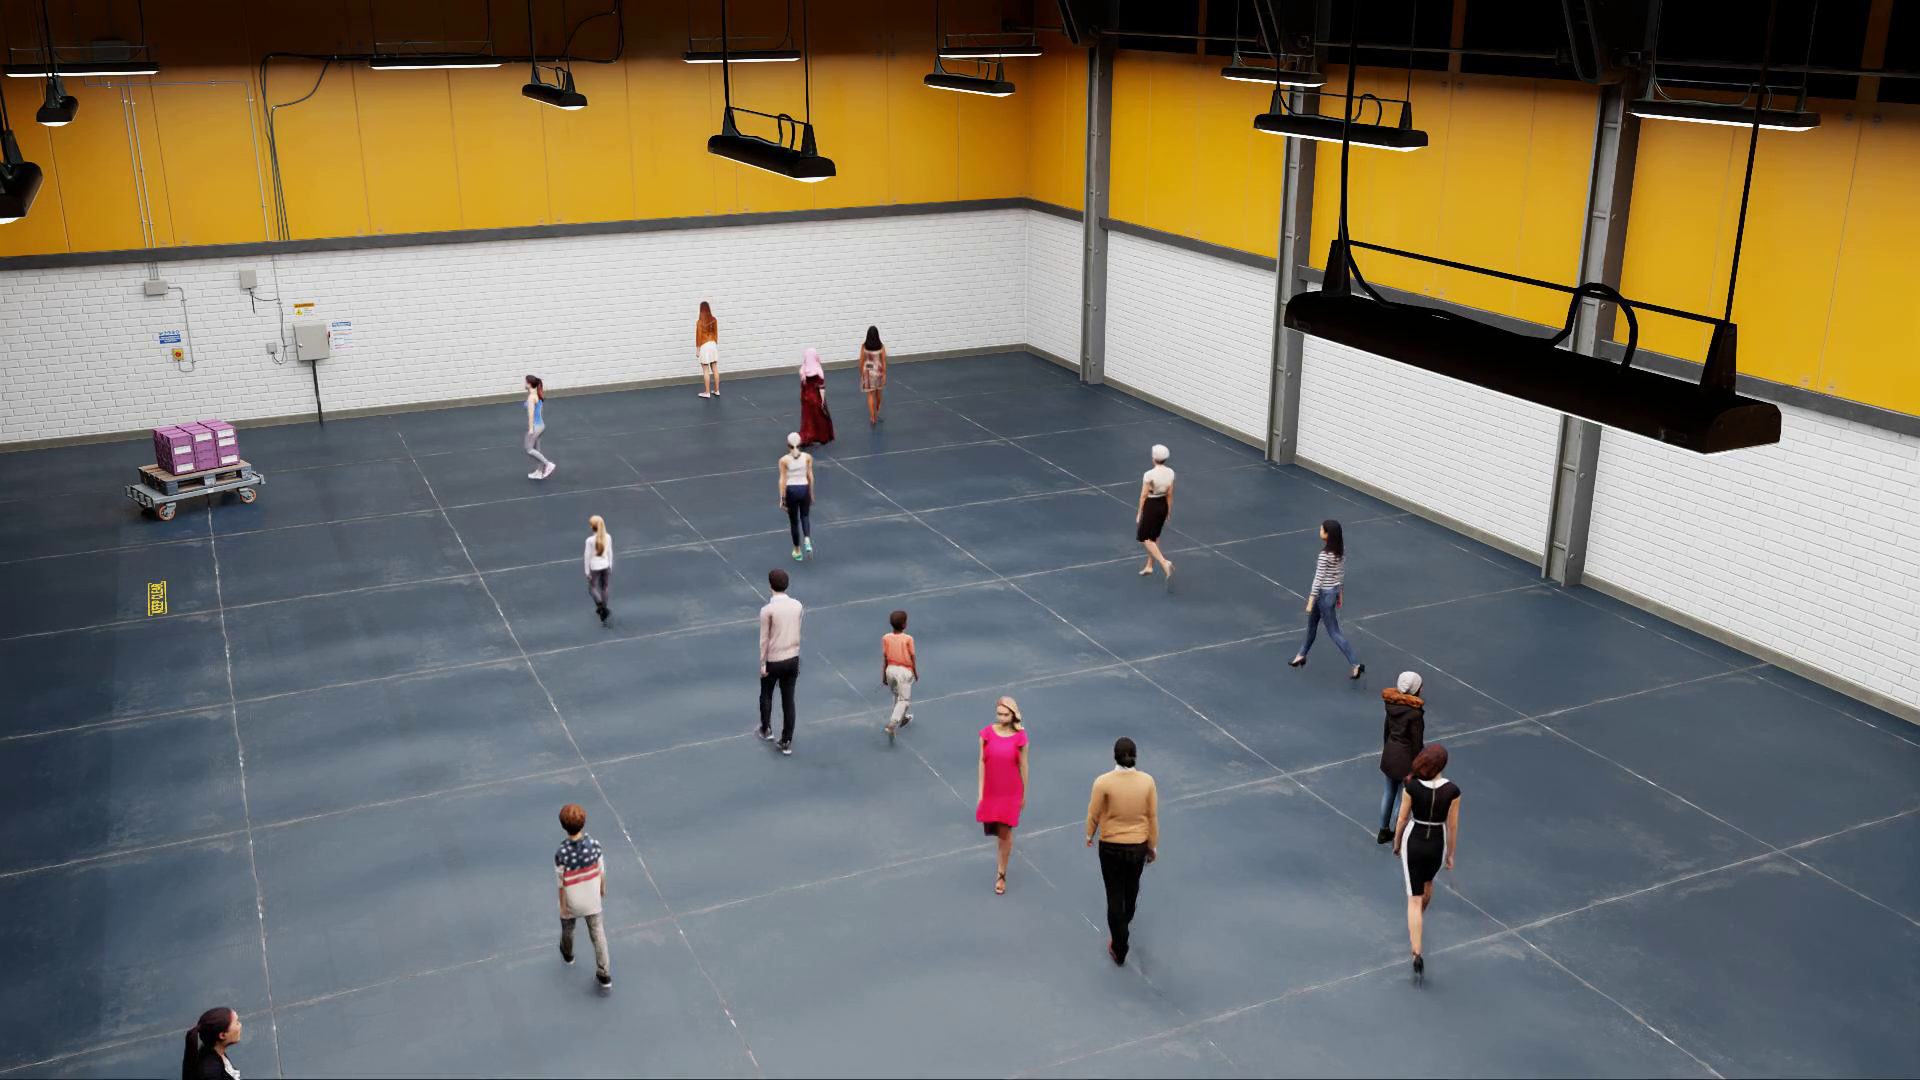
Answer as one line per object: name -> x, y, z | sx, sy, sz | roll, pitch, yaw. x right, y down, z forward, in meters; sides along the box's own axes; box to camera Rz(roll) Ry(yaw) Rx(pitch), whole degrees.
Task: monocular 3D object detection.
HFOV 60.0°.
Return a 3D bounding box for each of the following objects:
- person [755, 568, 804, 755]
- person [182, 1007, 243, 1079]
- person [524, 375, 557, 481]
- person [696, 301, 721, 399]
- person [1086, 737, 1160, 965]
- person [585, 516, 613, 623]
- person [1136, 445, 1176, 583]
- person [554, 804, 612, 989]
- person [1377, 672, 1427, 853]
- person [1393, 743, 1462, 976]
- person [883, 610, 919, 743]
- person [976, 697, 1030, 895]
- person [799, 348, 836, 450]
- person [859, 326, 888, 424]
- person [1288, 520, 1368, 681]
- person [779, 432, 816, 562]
person -> -1.678, 1.195, 15.984 | 0.658, 1.776, 0.850 | -10, 21, -28
person -> -4.361, 3.494, 9.459 | 0.784, 1.585, 1.086 | -10, 21, -28
person -> -6.259, -1.658, 24.736 | 0.798, 1.598, 0.760 | 1, 19, 4
person -> -4.508, -3.424, 29.785 | 0.683, 1.723, 0.686 | 17, 25, 41
person -> 1.251, 2.371, 12.573 | 0.817, 1.725, 1.071 | -4, 19, -12
person -> -4.175, 0.342, 19.309 | 0.583, 1.272, 0.778 | -13, 23, -35
person -> 2.431, -0.285, 20.443 | 0.726, 1.736, 0.976 | -12, 22, -33
person -> -2.769, 2.645, 12.261 | 0.603, 1.404, 0.993 | -11, 21, -29
person -> 3.773, 1.873, 14.195 | 0.686, 1.634, 0.537 | -8, 20, -22
person -> 3.467, 2.403, 12.434 | 0.992, 1.754, 1.159 | 3, 19, 10
person -> -0.610, 1.333, 16.330 | 0.862, 1.293, 0.875 | 8, 20, 23
person -> 0.360, 2.026, 13.624 | 0.844, 1.708, 0.938 | 4, 19, 13
person -> -2.370, -2.230, 26.401 | 1.007, 1.619, 1.021 | 10, 21, 27
person -> -1.468, -2.754, 27.989 | 0.845, 1.599, 1.178 | -2, 19, -7
person -> 3.953, 0.684, 17.546 | 1.229, 1.748, 0.951 | 15, 23, 37
person -> -2.045, -0.523, 21.211 | 0.631, 1.697, 0.720 | -7, 20, -19
